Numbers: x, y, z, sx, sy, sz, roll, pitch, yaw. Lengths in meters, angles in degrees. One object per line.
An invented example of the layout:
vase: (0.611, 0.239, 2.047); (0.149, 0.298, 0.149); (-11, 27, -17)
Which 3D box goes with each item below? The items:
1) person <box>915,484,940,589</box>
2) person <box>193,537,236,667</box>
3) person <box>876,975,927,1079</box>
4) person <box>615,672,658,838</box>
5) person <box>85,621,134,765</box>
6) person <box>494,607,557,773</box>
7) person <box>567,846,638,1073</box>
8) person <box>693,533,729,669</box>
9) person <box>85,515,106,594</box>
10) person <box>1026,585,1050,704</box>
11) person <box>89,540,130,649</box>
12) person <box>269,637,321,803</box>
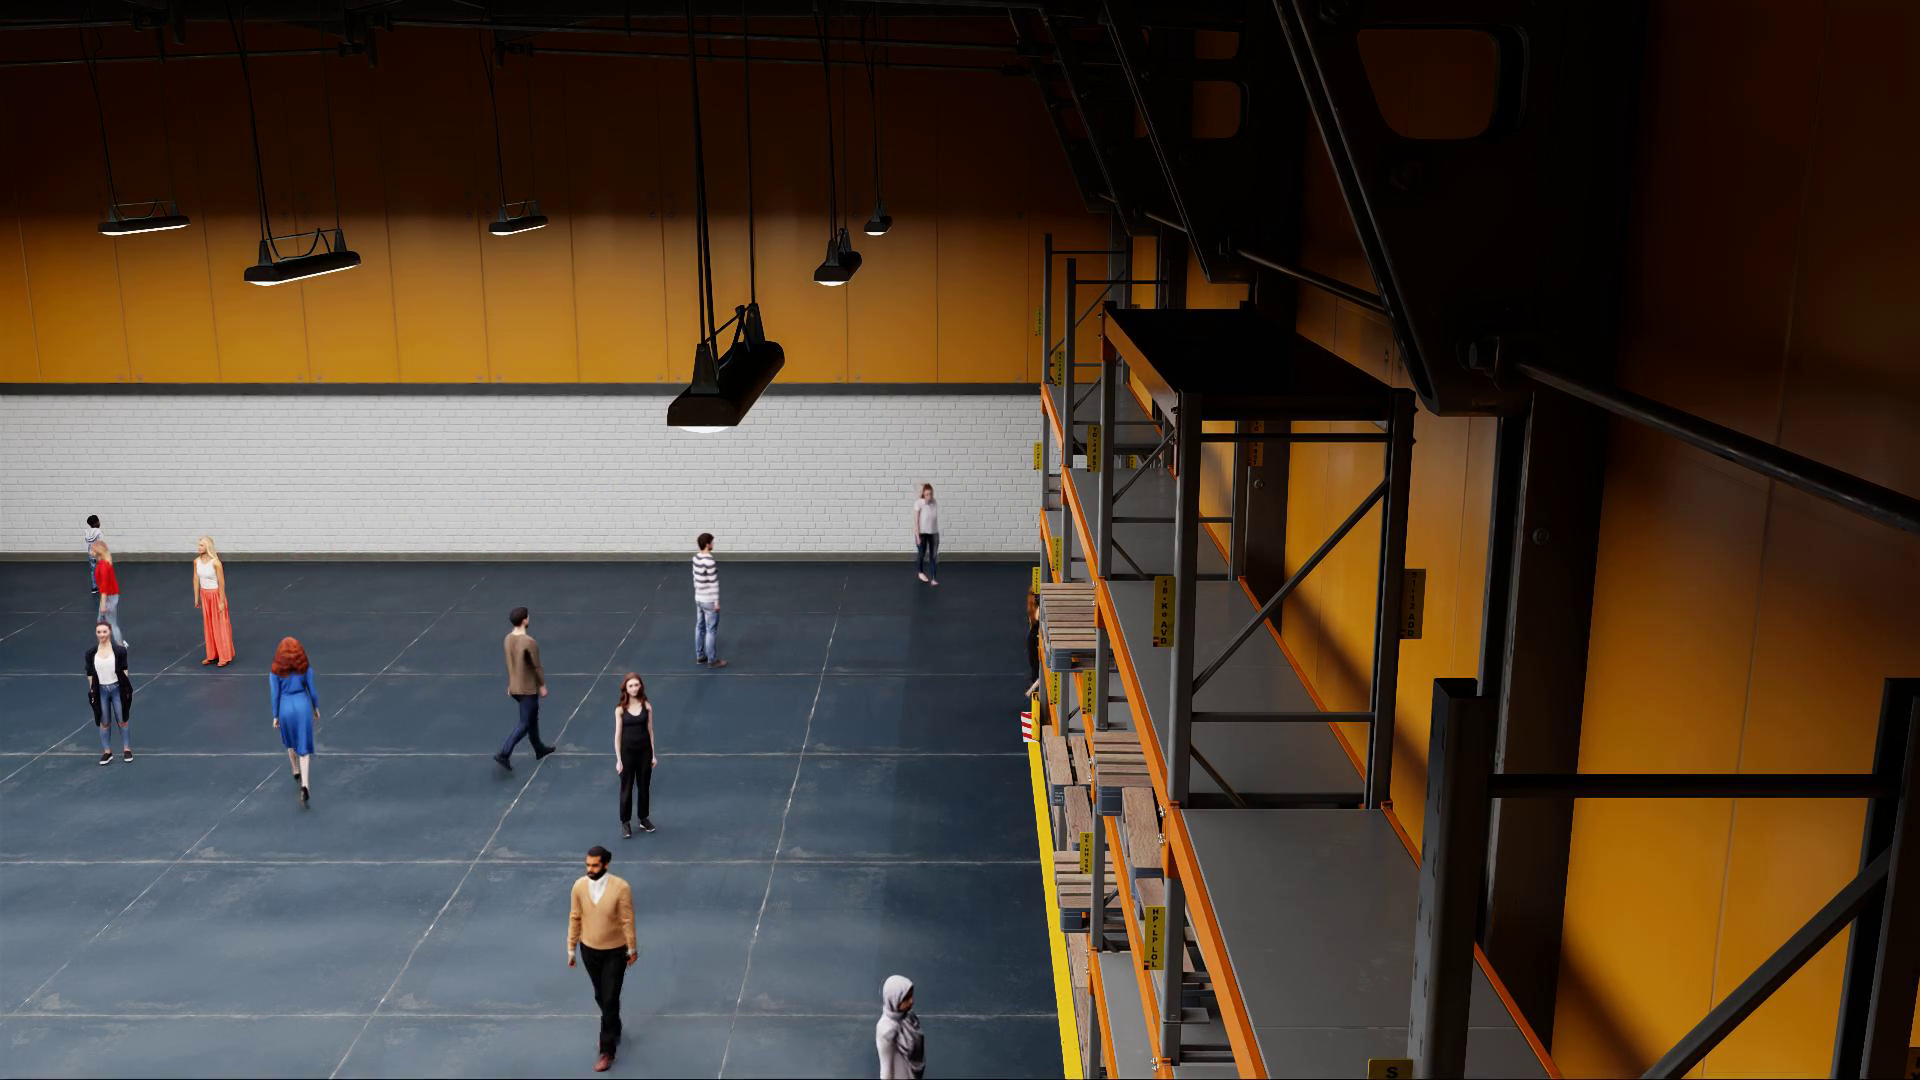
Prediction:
person: (-0.546, -0.077, 26.751); (0.855, 1.671, 1.204); (-6, 15, -25)
person: (-10.207, 0.830, 22.726); (0.708, 1.801, 0.694); (5, 14, 20)
person: (-0.418, 3.689, 10.977); (0.749, 1.775, 0.606); (5, 15, 21)
person: (-3.362, 2.197, 17.202); (0.655, 1.746, 0.660); (-8, 16, -29)
person: (-9.816, 1.745, 19.206); (0.678, 1.680, 0.665); (-5, 14, -19)
person: (-5.009, 1.719, 18.936); (1.110, 1.859, 1.240); (11, 17, 37)
person: (-2.763, 3.196, 13.101); (0.831, 1.733, 1.013); (4, 14, 15)
person: (-3.467, 0.808, 22.709); (0.781, 1.854, 0.696); (-11, 18, -39)
person: (-13.707, 0.220, 26.402); (0.509, 1.258, 0.530); (3, 14, 12)
person: (0.939, 1.334, 21.033); (0.795, 1.619, 0.751); (-7, 15, -26)
person: (-11.686, 0.818, 22.998); (0.785, 1.698, 0.671); (-6, 15, -25)
person: (-7.182, 1.985, 17.995); (0.879, 1.785, 1.215); (-5, 14, -18)
